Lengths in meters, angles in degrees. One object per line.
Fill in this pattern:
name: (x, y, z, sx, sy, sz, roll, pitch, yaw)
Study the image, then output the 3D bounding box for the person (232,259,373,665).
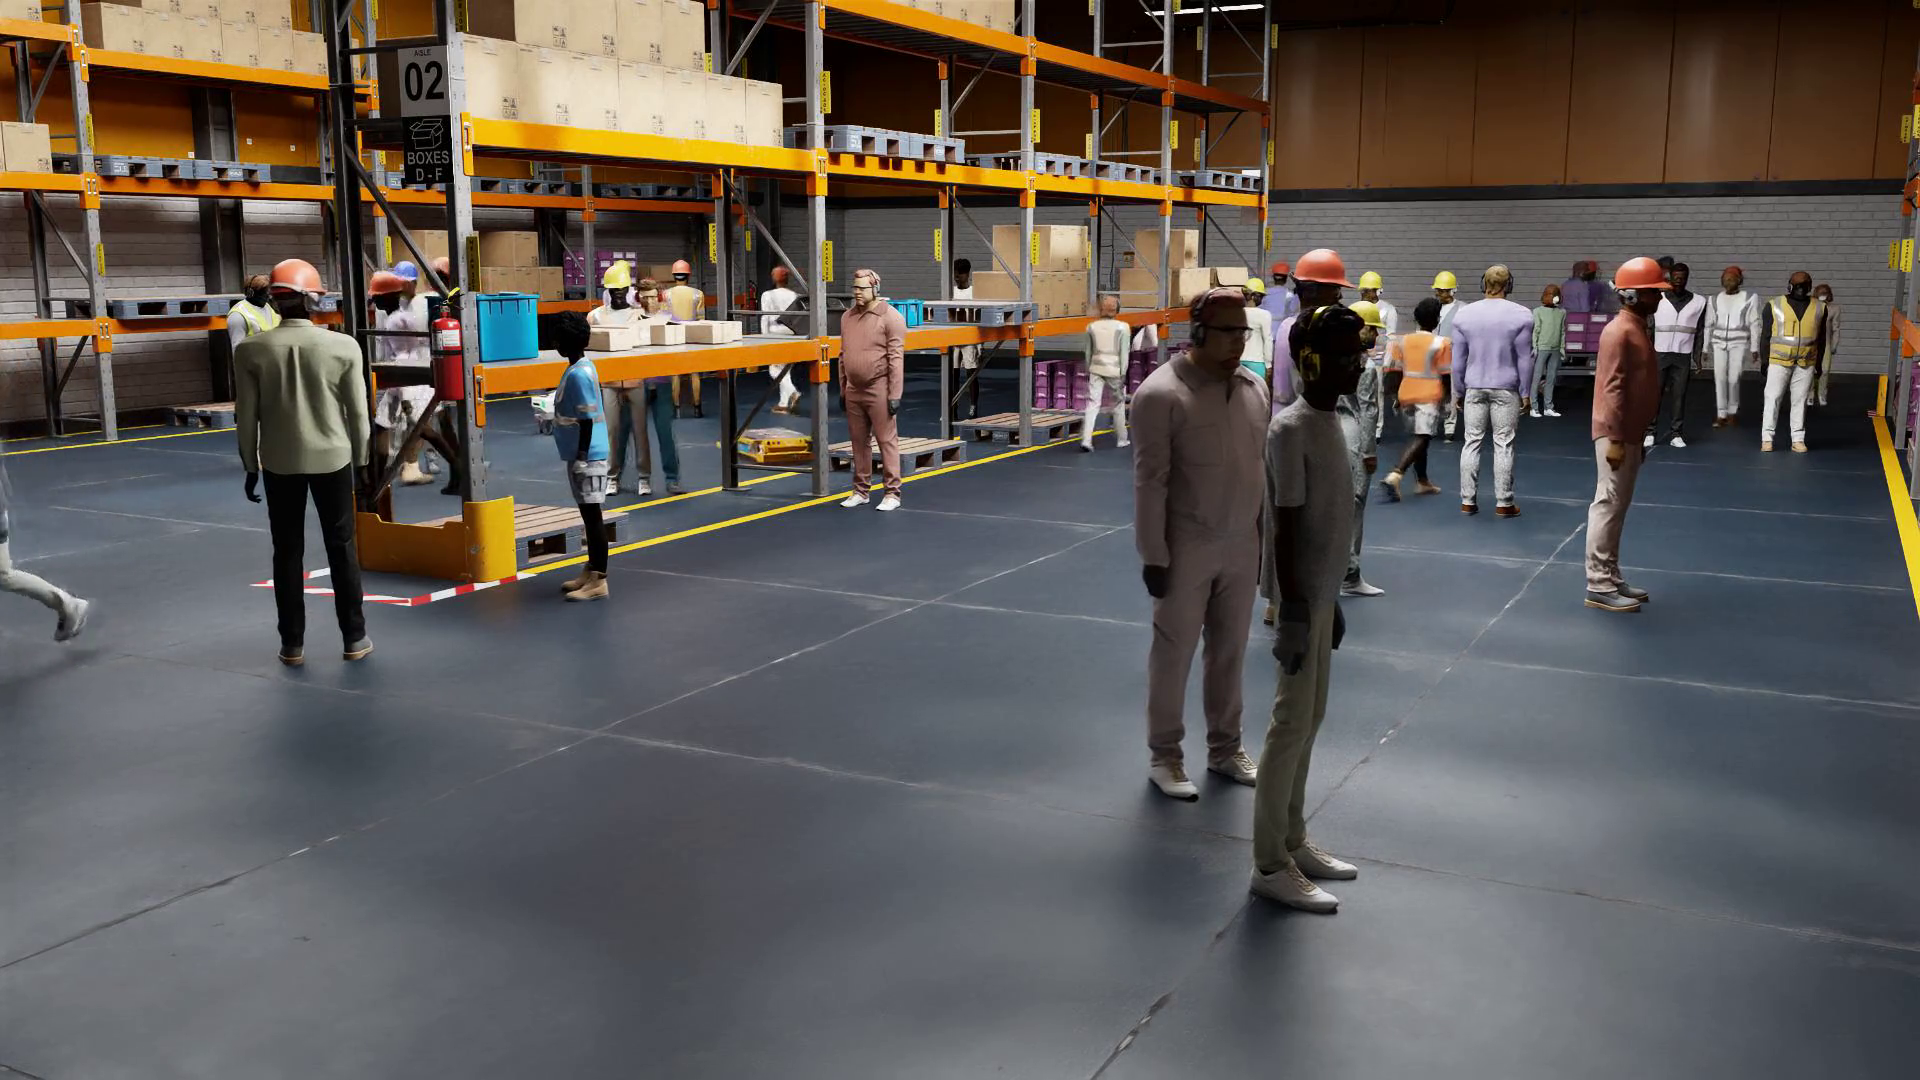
person: (-3.226, -0.378, 8.208, 0.612, 1.991, 0.392, -3, 10, -18)

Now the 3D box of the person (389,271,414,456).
person: (-5.645, -1.764, 16.653, 0.339, 1.845, 0.514, -1, 10, -7)

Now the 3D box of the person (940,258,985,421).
person: (0.030, -2.380, 19.892, 0.604, 1.959, 0.378, 5, 11, 27)

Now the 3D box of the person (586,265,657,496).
person: (-2.810, -1.319, 13.873, 0.584, 1.920, 0.392, -1, 10, -5)

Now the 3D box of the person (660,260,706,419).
person: (-3.381, -2.443, 20.320, 0.549, 1.933, 0.373, -2, 10, -12)

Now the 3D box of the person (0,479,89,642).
person: (-4.702, -0.154, 8.094, 0.510, 1.594, 0.735, 5, 11, 28)

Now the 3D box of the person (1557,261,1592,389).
person: (9.196, -3.200, 24.793, 0.403, 1.906, 0.651, -3, 10, -15)

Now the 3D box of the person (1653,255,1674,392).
person: (10.227, -3.236, 24.611, 0.699, 2.000, 0.908, -1, 10, -7)

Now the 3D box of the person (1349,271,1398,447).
person: (4.247, -1.883, 17.379, 0.589, 1.834, 0.404, 8, 13, 40)

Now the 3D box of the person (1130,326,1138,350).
person: (2.482, -3.030, 24.585, 0.307, 1.638, 0.511, 0, 10, 2)

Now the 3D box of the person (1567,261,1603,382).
person: (9.829, -3.429, 26.148, 0.821, 1.888, 0.555, 6, 12, 32)

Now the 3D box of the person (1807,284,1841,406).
person: (11.345, -2.572, 21.991, 0.505, 1.615, 0.499, 4, 11, 23)

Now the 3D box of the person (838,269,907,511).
person: (-0.719, -1.175, 13.111, 0.638, 1.899, 0.398, 8, 12, 37)

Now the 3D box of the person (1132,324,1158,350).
person: (2.811, -3.330, 25.366, 0.630, 1.970, 0.811, -3, 10, -18)

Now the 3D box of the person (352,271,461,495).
person: (-4.561, -1.282, 13.777, 1.007, 1.888, 0.563, 0, 10, 0)

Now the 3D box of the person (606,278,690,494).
person: (-2.679, -1.291, 14.018, 0.796, 1.815, 0.535, -1, 10, -8)

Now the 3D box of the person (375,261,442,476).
person: (-5.004, -1.559, 15.171, 0.610, 1.947, 0.388, -4, 11, -22)

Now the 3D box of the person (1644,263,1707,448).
person: (7.439, -1.922, 17.353, 0.590, 1.919, 0.391, 2, 10, 13)

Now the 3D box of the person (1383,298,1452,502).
person: (3.738, -1.148, 13.618, 0.798, 1.671, 0.540, -7, 12, -33)

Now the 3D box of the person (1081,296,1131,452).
person: (1.484, -1.698, 17.015, 0.519, 1.588, 0.884, 5, 11, 26)

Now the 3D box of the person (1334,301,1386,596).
person: (2.337, -0.540, 9.879, 0.313, 1.739, 0.484, -3, 10, -16)

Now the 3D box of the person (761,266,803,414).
person: (-2.173, -2.480, 20.763, 0.584, 1.862, 0.705, -8, 13, -40)

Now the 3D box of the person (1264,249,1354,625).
person: (1.851, -0.512, 8.843, 0.394, 2.040, 0.610, -1, 10, -6)

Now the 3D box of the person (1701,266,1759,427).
person: (8.873, -2.219, 19.216, 0.618, 1.866, 0.467, 9, 13, 42)

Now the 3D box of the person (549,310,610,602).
person: (-2.204, -0.487, 9.700, 0.322, 1.693, 0.535, -2, 10, -13)

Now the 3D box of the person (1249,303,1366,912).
person: (1.104, 0.204, 5.203, 0.312, 1.864, 0.535, 5, 11, 25)

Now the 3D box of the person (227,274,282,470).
person: (-6.512, -1.559, 15.523, 0.429, 1.830, 0.639, 3, 10, 16)

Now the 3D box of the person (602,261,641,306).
person: (-4.235, -2.554, 21.027, 0.634, 1.932, 0.446, 2, 10, 9)

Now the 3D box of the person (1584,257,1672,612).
person: (3.798, -0.602, 9.487, 0.380, 1.996, 0.608, 6, 12, 32)

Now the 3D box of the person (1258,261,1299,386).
person: (4.171, -2.700, 21.853, 0.551, 1.918, 0.477, 5, 11, 26)

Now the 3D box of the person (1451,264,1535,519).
person: (4.068, -1.131, 12.722, 0.628, 1.940, 0.373, 7, 12, 33)

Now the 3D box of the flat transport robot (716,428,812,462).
flat transport robot: (-1.888, -0.955, 16.522, 0.652, 0.197, 1.431, -5, 11, -26)

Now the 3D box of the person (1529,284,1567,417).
person: (7.269, -2.333, 20.551, 0.500, 1.636, 0.282, -4, 10, -20)

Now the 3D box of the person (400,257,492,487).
person: (-4.529, -1.473, 14.576, 0.628, 1.973, 0.980, 9, 13, 43)

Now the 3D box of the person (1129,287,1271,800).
person: (0.932, 0.016, 6.213, 0.646, 1.897, 0.398, -6, 12, -33)

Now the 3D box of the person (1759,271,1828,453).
person: (8.461, -1.805, 16.907, 0.626, 1.842, 0.429, 2, 10, 12)

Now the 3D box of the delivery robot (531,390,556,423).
delivery robot: (-4.431, -1.514, 18.665, 0.707, 0.478, 0.477, -7, 12, -37)

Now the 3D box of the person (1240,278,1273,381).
person: (3.032, -1.842, 17.361, 0.524, 1.759, 0.337, 8, 13, 40)

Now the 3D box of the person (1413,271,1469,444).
person: (5.124, -1.934, 17.698, 0.587, 1.825, 0.404, 5, 11, 28)
